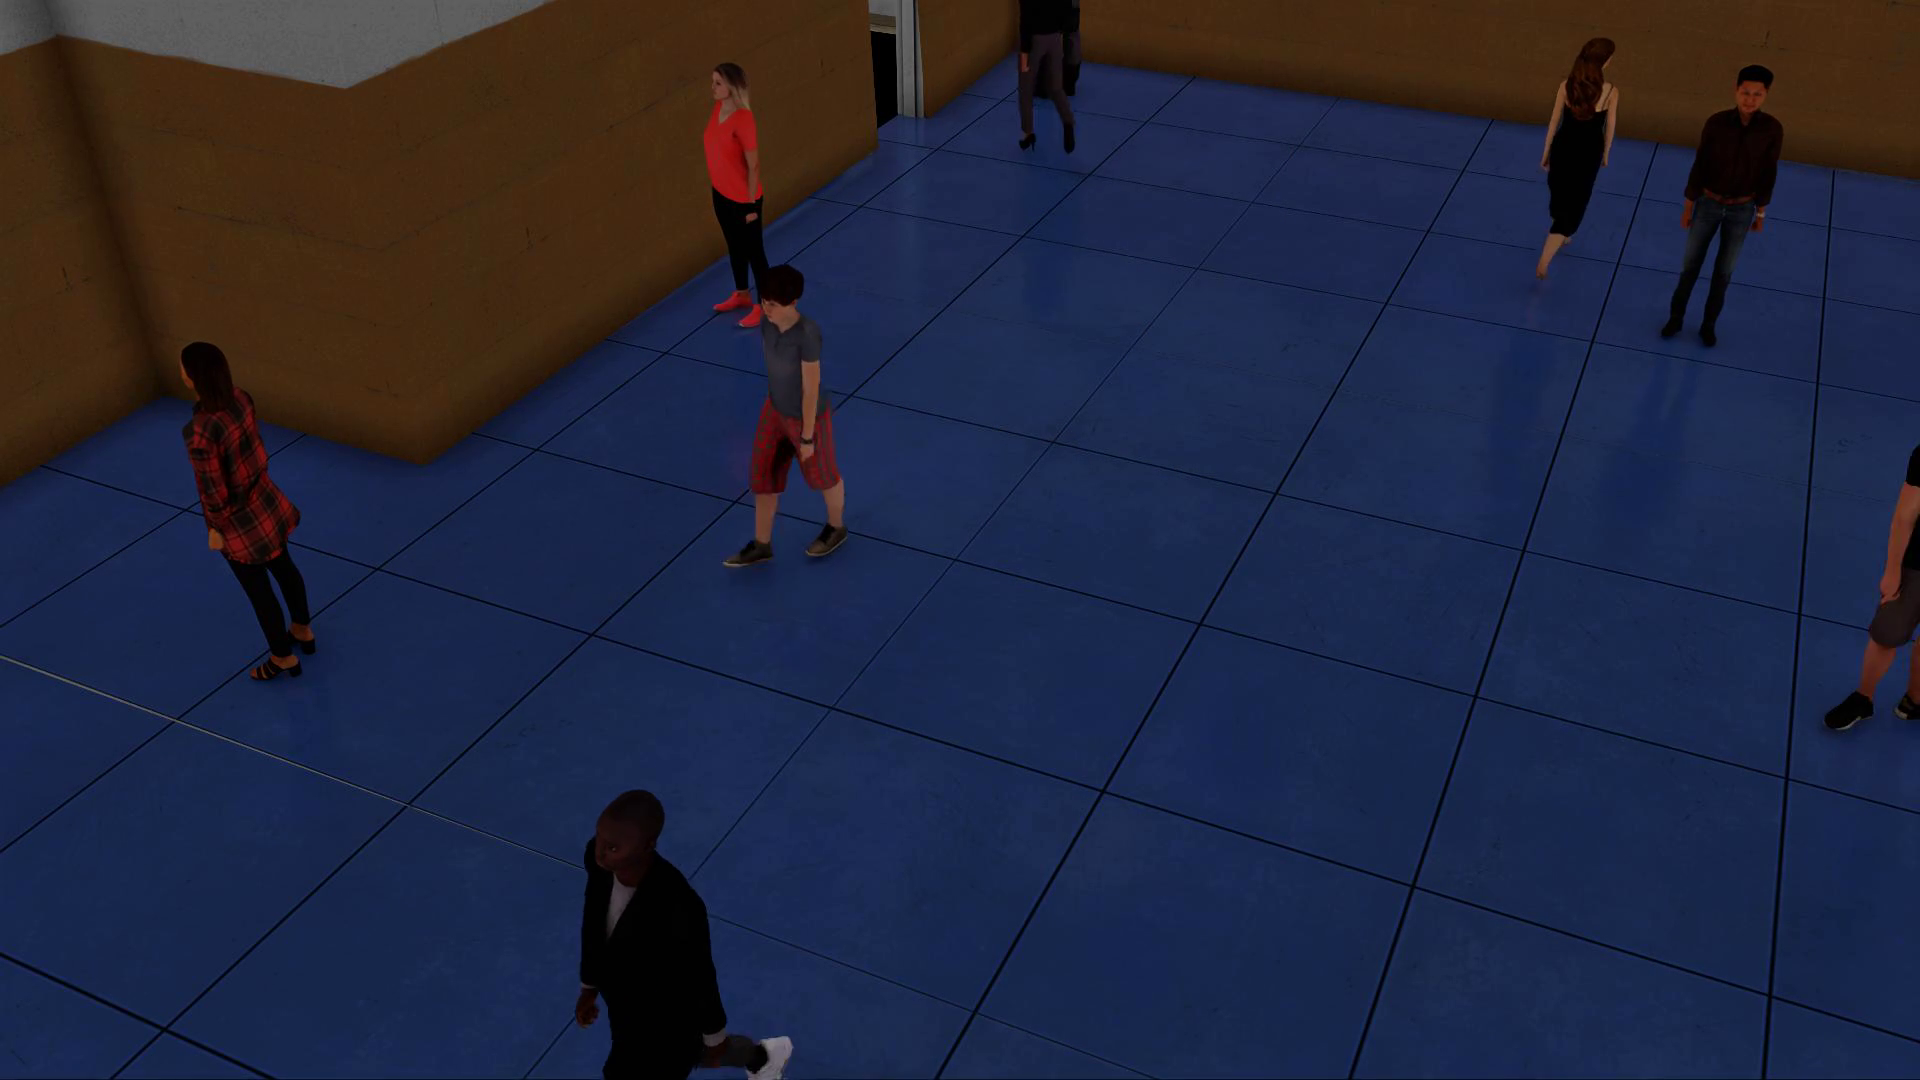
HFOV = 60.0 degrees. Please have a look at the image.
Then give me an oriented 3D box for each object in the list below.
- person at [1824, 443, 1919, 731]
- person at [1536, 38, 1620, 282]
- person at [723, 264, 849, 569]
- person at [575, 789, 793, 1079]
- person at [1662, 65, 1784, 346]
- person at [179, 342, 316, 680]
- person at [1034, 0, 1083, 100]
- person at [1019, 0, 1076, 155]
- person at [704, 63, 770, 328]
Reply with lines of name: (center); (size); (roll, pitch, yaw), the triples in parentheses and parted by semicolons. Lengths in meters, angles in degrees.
person: (4.233, 0.064, 7.053); (0.690, 1.821, 0.980); (-5, 34, -8)
person: (4.096, -2.508, 11.139); (1.094, 1.580, 0.748); (21, 39, 28)
person: (-0.740, -0.636, 8.272); (0.942, 1.625, 0.839); (27, 42, 35)
person: (-0.853, 1.394, 5.132); (0.979, 1.735, 1.113); (-27, 42, -34)
person: (4.725, -2.074, 10.307); (0.477, 1.777, 0.720); (12, 35, 17)
person: (-3.197, -0.124, 7.443); (0.645, 1.703, 0.671); (4, 34, 7)
person: (0.841, -4.771, 14.209); (0.788, 1.946, 0.825); (-14, 36, -21)
person: (0.689, -3.764, 12.961); (0.932, 1.652, 1.041); (-17, 37, -23)
person: (-1.398, -2.185, 10.550); (0.734, 1.693, 0.616); (-23, 40, -31)
